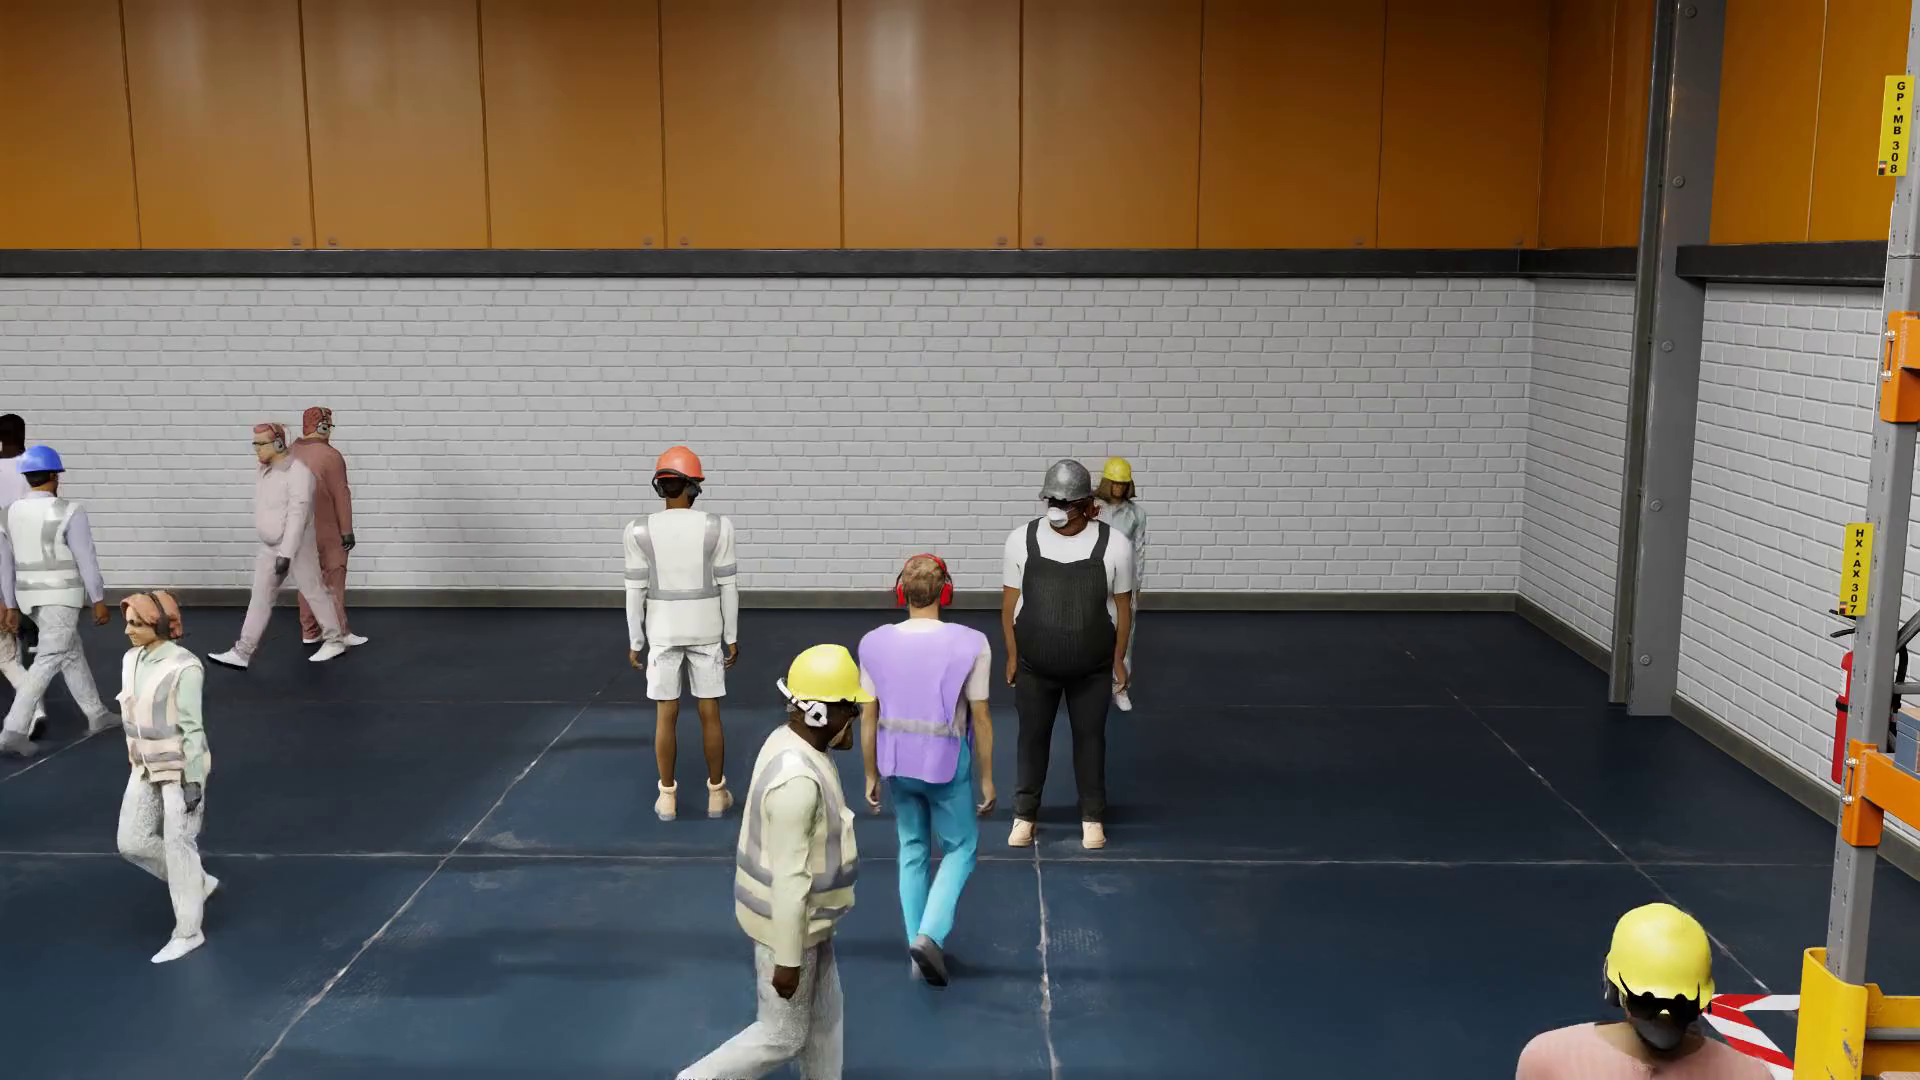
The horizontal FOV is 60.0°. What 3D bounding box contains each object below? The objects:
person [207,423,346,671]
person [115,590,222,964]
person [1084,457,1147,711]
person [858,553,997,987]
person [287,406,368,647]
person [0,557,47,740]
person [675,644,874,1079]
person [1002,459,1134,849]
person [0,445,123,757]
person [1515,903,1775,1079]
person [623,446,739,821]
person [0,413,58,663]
[{"bbox_3d":[-5.058,0.055,12.330,0.648,1.839,1.042,7,12,35],"label":"person"},{"bbox_3d":[-3.436,1.017,7.230,0.519,1.629,0.386,5,11,29],"label":"person"},{"bbox_3d":[1.029,0.262,11.467,0.489,1.716,0.722,-1,9,-3],"label":"person"},{"bbox_3d":[-0.147,0.970,6.887,0.583,1.823,0.526,3,10,18],"label":"person"},{"bbox_3d":[-5.009,-0.099,13.090,0.639,1.902,0.407,4,10,25],"label":"person"},{"bbox_3d":[-6.151,0.489,10.457,0.779,1.606,0.529,4,10,23],"label":"person"},{"bbox_3d":[-0.628,1.225,5.474,0.734,1.800,0.616,-1,9,-4],"label":"person"},{"bbox_3d":[0.546,0.587,8.556,0.682,2.000,0.536,1,10,7],"label":"person"},{"bbox_3d":[-5.677,0.366,10.333,0.618,1.907,0.980,4,10,22],"label":"person"},{"bbox_3d":[1.419,1.596,3.467,0.546,1.718,0.918,2,10,12],"label":"person"},{"bbox_3d":[-1.501,0.510,9.036,0.605,2.037,0.394,-1,10,-6],"label":"person"},{"bbox_3d":[-7.147,-0.013,12.619,0.601,1.890,0.877,-1,10,-7],"label":"person"}]
